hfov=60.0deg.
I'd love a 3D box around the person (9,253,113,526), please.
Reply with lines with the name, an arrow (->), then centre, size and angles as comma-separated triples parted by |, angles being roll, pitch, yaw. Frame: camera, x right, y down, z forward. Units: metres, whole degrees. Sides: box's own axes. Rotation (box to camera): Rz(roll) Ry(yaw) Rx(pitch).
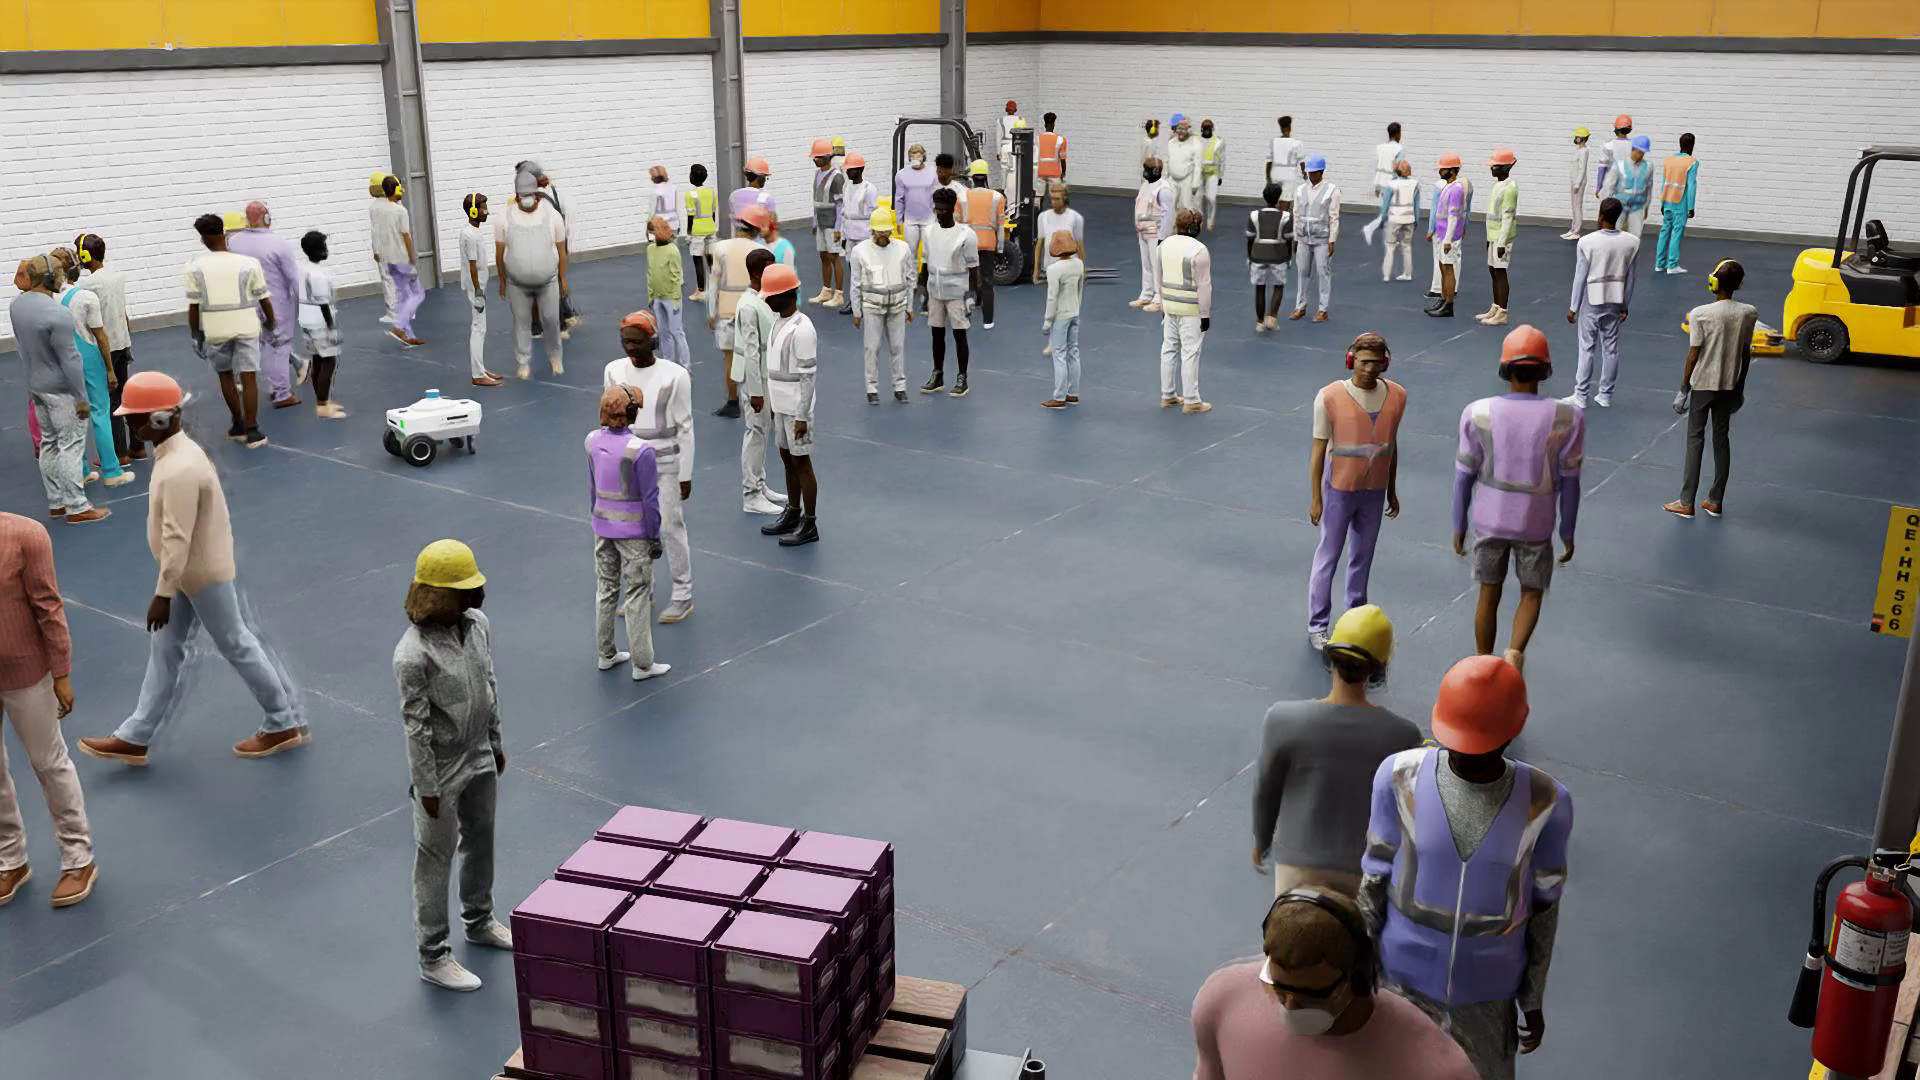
person -> -6.369, -1.052, 11.731 | 0.636, 1.931, 0.377 | 11, 21, 32

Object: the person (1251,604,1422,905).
person -> 1.230, 1.061, 5.455 | 0.520, 1.716, 0.895 | 0, 18, -1

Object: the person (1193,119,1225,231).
person -> 4.009, -5.983, 27.325 | 0.640, 1.823, 0.512 | 4, 18, 13

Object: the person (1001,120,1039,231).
person -> 0.905, -5.464, 25.552 | 0.583, 1.919, 0.385 | -4, 18, -12

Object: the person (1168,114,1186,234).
person -> 3.568, -5.931, 26.992 | 0.476, 1.922, 0.644 | -3, 18, -10

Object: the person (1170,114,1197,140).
person -> 3.994, -6.727, 29.769 | 0.531, 1.754, 0.342 | -2, 18, -6

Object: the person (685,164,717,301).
person -> -3.250, -3.853, 20.858 | 0.314, 1.699, 0.540 | 11, 21, 31

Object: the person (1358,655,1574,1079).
person -> 1.373, 1.212, 4.646 | 0.542, 1.929, 0.374 | 6, 19, 17

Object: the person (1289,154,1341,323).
person -> 4.134, -3.520, 19.440 | 0.600, 1.940, 0.407 | 14, 23, 38

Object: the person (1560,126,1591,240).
person -> 9.789, -5.658, 26.400 | 0.310, 1.769, 0.525 | 4, 18, 12

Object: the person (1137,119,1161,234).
person -> 3.125, -5.850, 26.883 | 0.567, 1.848, 0.573 | 0, 18, -1

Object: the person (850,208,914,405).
person -> -0.713, -2.150, 15.350 | 0.601, 1.817, 0.403 | -6, 19, -18

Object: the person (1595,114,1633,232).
person -> 9.805, -5.302, 24.832 | 0.607, 2.048, 0.365 | 2, 18, 7

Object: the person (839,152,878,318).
person -> -1.223, -3.612, 19.723 | 0.551, 1.934, 0.372 | 16, 24, 40

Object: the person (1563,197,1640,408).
person -> 5.863, -2.160, 15.208 | 0.590, 1.922, 0.392 | -3, 18, -9

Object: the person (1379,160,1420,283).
person -> 5.892, -4.256, 22.238 | 0.525, 1.627, 0.343 | -6, 19, -17

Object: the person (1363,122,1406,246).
person -> 6.540, -5.437, 25.495 | 0.716, 1.900, 0.603 | -7, 19, -21

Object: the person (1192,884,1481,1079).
person -> 0.746, 1.590, 3.523 | 0.739, 1.881, 0.960 | 11, 21, 31

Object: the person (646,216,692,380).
person -> -2.883, -2.356, 16.304 | 0.500, 1.623, 0.305 | 16, 24, 41

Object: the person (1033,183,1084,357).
person -> 1.066, -2.921, 17.803 | 0.514, 1.795, 0.982 | 8, 20, 25

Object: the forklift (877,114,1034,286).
forklift -> -0.171, -4.594, 22.377 | 2.313, 2.155, 1.214 | 1, 18, 3

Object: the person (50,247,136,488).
person -> -6.669, -1.298, 12.632 | 0.508, 1.846, 0.345 | 1, 18, 4

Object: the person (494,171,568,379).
person -> -4.225, -2.614, 16.432 | 0.680, 2.000, 0.535 | -4, 18, -12

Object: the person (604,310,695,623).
person -> -1.838, -0.436, 9.893 | 0.590, 1.877, 0.350 | 7, 19, 20

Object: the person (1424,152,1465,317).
person -> 5.770, -3.625, 19.774 | 0.387, 1.931, 0.543 | 2, 18, 5

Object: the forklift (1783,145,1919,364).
forklift -> 9.803, -2.879, 17.013 | 2.313, 2.155, 1.214 | 12, 21, 33

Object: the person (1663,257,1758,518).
person -> 5.378, -1.083, 11.912 | 0.514, 1.876, 0.328 | -3, 18, -8

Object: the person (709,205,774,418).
person -> -1.911, -2.012, 14.802 | 0.671, 1.892, 0.400 | -2, 18, -5

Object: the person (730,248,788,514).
person -> -1.471, -1.155, 12.069 | 0.370, 1.916, 0.597 | 0, 18, 1

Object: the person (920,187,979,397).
person -> -0.115, -2.332, 15.671 | 0.610, 1.964, 0.366 | 11, 21, 31

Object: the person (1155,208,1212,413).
person -> 2.049, -2.080, 15.086 | 0.429, 1.844, 0.626 | -13, 22, -35

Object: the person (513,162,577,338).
person -> -4.621, -3.214, 18.310 | 0.540, 2.000, 0.773 | 2, 18, 8

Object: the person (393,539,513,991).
person -> -1.854, 0.823, 6.183 | 0.335, 1.735, 0.484 | 6, 19, 19

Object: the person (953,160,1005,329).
person -> 0.209, -3.372, 19.029 | 0.594, 1.911, 0.434 | -1, 18, -3
